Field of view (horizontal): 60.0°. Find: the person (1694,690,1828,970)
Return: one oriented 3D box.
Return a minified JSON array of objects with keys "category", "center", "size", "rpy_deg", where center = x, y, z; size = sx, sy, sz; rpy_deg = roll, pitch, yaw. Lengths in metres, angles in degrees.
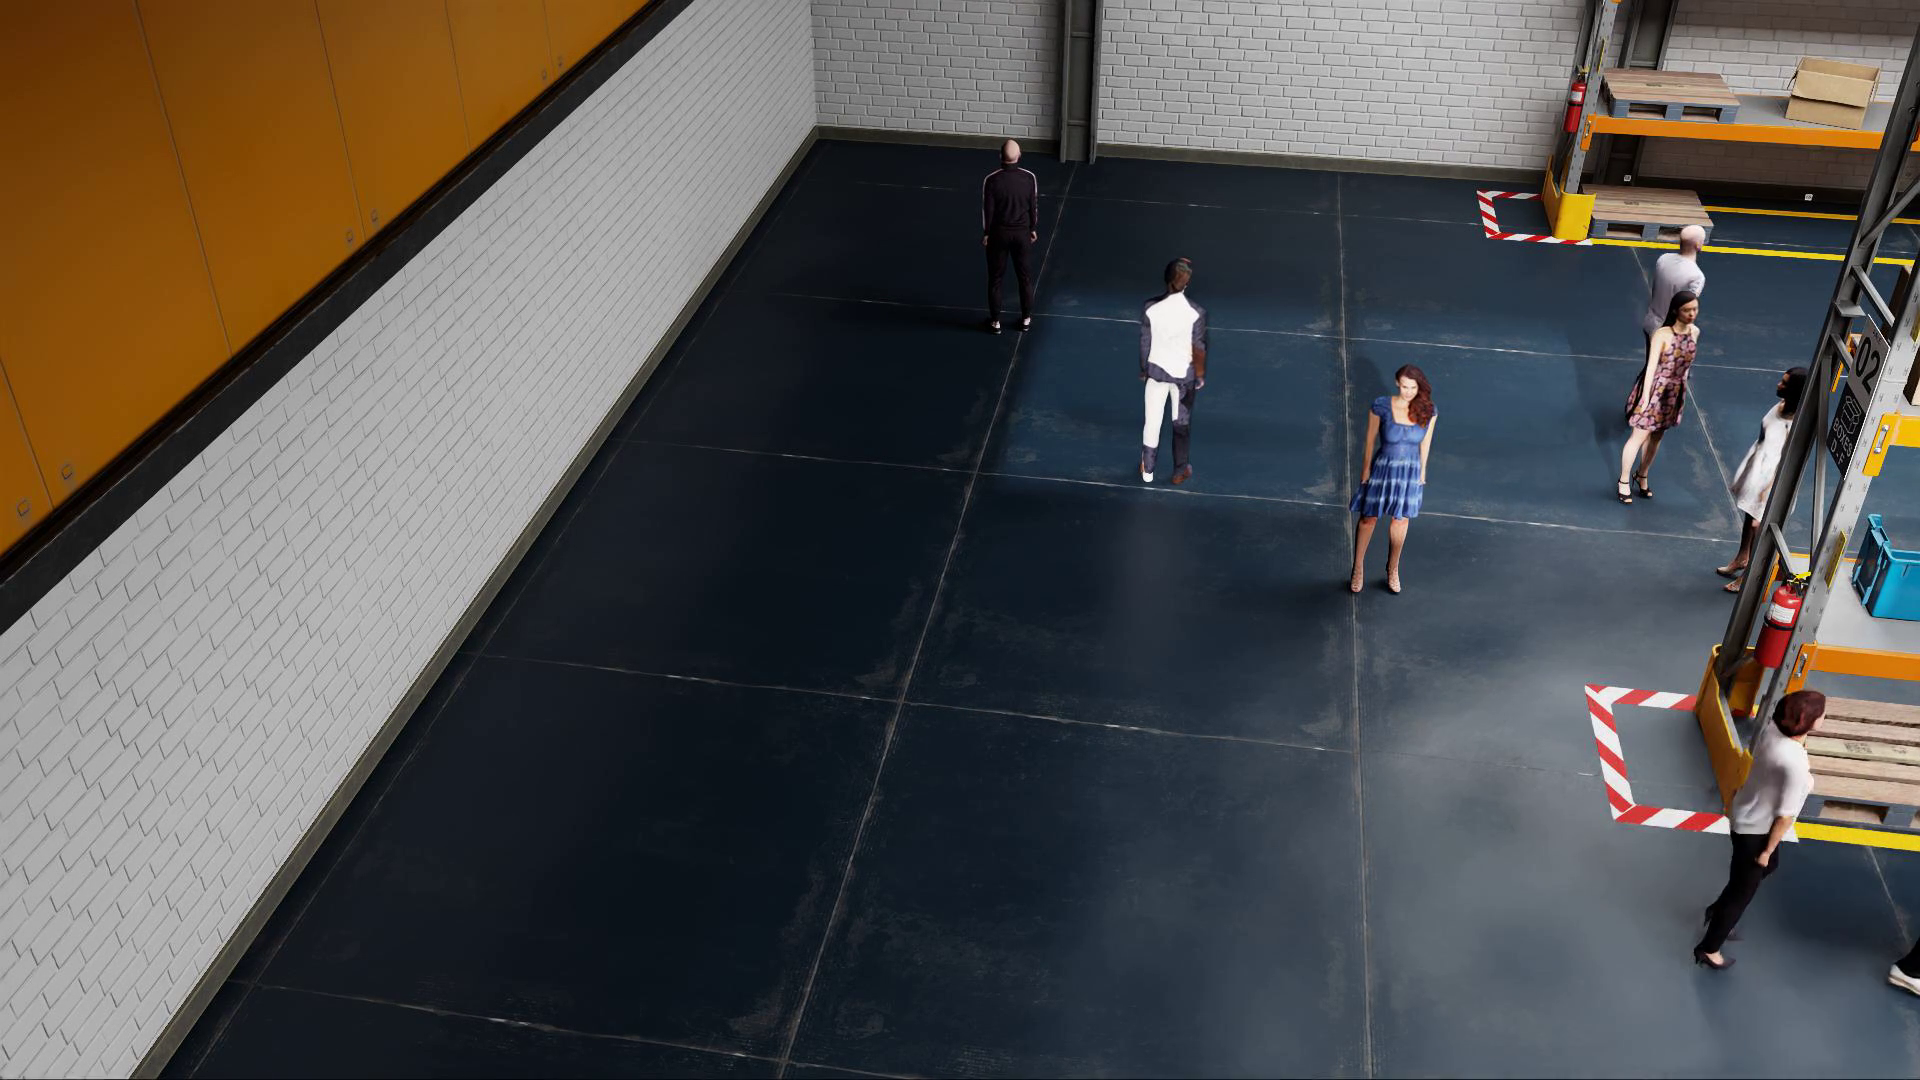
[{"category":"person","center":[4.177,1.520,8.864],"size":[0.645,1.769,0.638],"rpy_deg":[9,35,14]}]

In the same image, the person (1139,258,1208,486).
[{"category":"person","center":[1.647,-1.309,13.007],"size":[0.545,1.893,0.752],"rpy_deg":[9,35,13]}]

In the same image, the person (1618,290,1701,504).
[{"category":"person","center":[5.389,-1.096,12.795],"size":[0.774,1.774,0.854],"rpy_deg":[-12,35,-17]}]

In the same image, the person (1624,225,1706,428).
[{"category":"person","center":[5.728,-1.699,13.662],"size":[0.859,1.819,0.816],"rpy_deg":[-10,35,-14]}]

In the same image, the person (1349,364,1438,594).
[{"category":"person","center":[3.055,-0.420,11.749],"size":[0.552,1.806,0.758],"rpy_deg":[1,34,1]}]

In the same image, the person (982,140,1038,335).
[{"category":"person","center":[0.457,-2.774,15.263],"size":[0.646,1.837,0.802],"rpy_deg":[-6,34,-9]}]

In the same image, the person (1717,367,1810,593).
[{"category":"person","center":[5.720,-0.429,11.791],"size":[0.607,1.775,0.629],"rpy_deg":[6,34,8]}]
